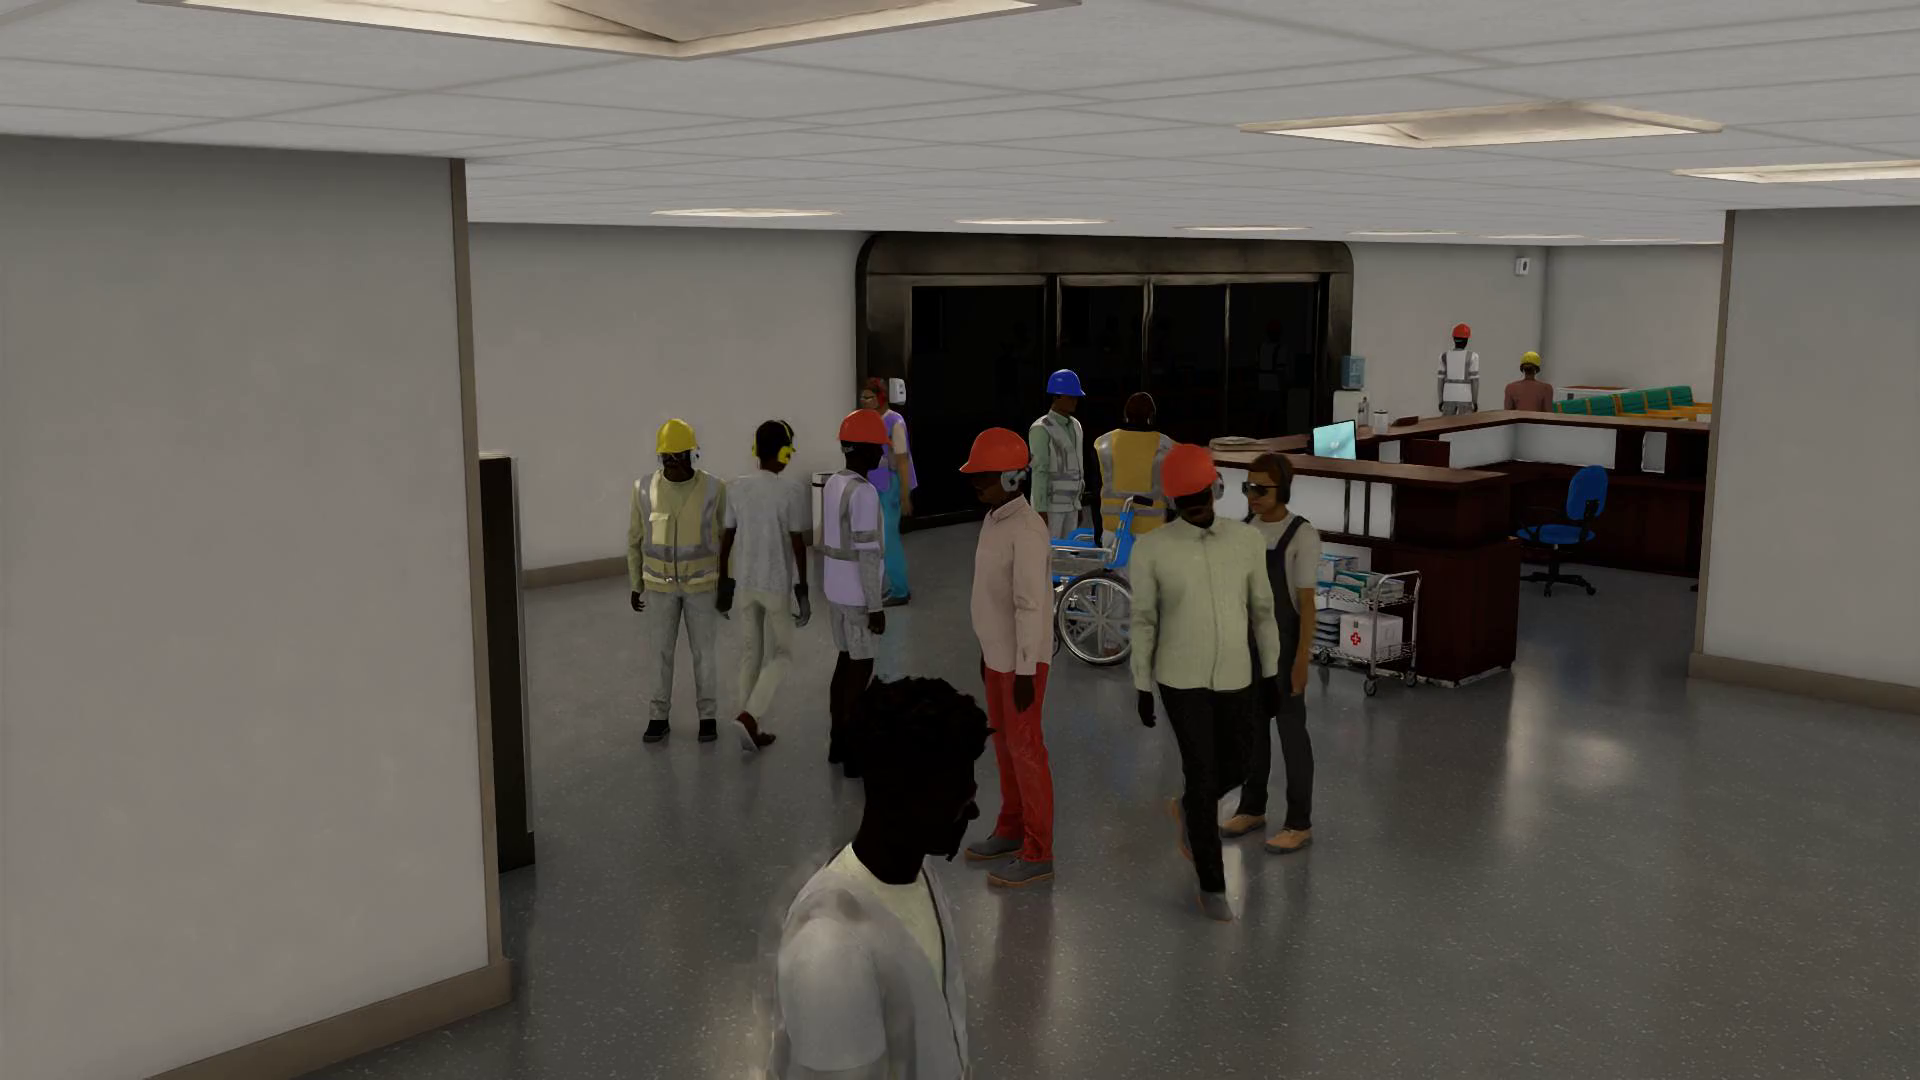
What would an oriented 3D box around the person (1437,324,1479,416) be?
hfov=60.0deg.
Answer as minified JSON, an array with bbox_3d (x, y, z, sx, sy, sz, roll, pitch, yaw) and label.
[{"bbox_3d":[6.544,-1.861,21.835,0.542,1.939,0.365,6,11,34],"label":"person"}]

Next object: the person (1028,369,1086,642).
[{"bbox_3d":[0.713,-0.254,11.945,0.406,1.945,0.615,6,11,31],"label":"person"}]

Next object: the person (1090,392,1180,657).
[{"bbox_3d":[1.191,-0.080,11.248,0.626,1.837,0.429,2,10,14],"label":"person"}]

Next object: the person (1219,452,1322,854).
[{"bbox_3d":[1.423,0.508,7.631,0.345,1.838,0.502,-7,12,-37],"label":"person"}]

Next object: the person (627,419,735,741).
[{"bbox_3d":[-1.566,0.230,9.333,0.600,1.829,0.404,0,9,-1],"label":"person"}]

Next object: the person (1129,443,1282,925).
[{"bbox_3d":[1.010,0.563,6.996,0.633,1.956,0.787,-3,10,-16],"label":"person"}]

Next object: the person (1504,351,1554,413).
[{"bbox_3d":[6.172,-1.164,18.082,0.523,1.772,0.307,5,10,28],"label":"person"}]

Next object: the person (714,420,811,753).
[{"bbox_3d":[-1.091,0.277,9.005,0.591,1.848,0.505,4,10,21],"label":"person"}]

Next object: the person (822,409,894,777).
[{"bbox_3d":[-0.523,0.274,8.785,0.384,1.929,0.547,-4,10,-23],"label":"person"}]

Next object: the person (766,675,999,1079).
[{"bbox_3d":[-0.140,1.195,3.065,0.426,1.942,0.598,3,10,18],"label":"person"}]

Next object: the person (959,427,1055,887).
[{"bbox_3d":[0.198,0.499,7.234,0.415,1.985,0.611,-3,10,-16],"label":"person"}]

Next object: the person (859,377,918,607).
[{"bbox_3d":[-0.569,-0.379,13.125,0.433,1.827,0.581,-4,10,-22],"label":"person"}]
